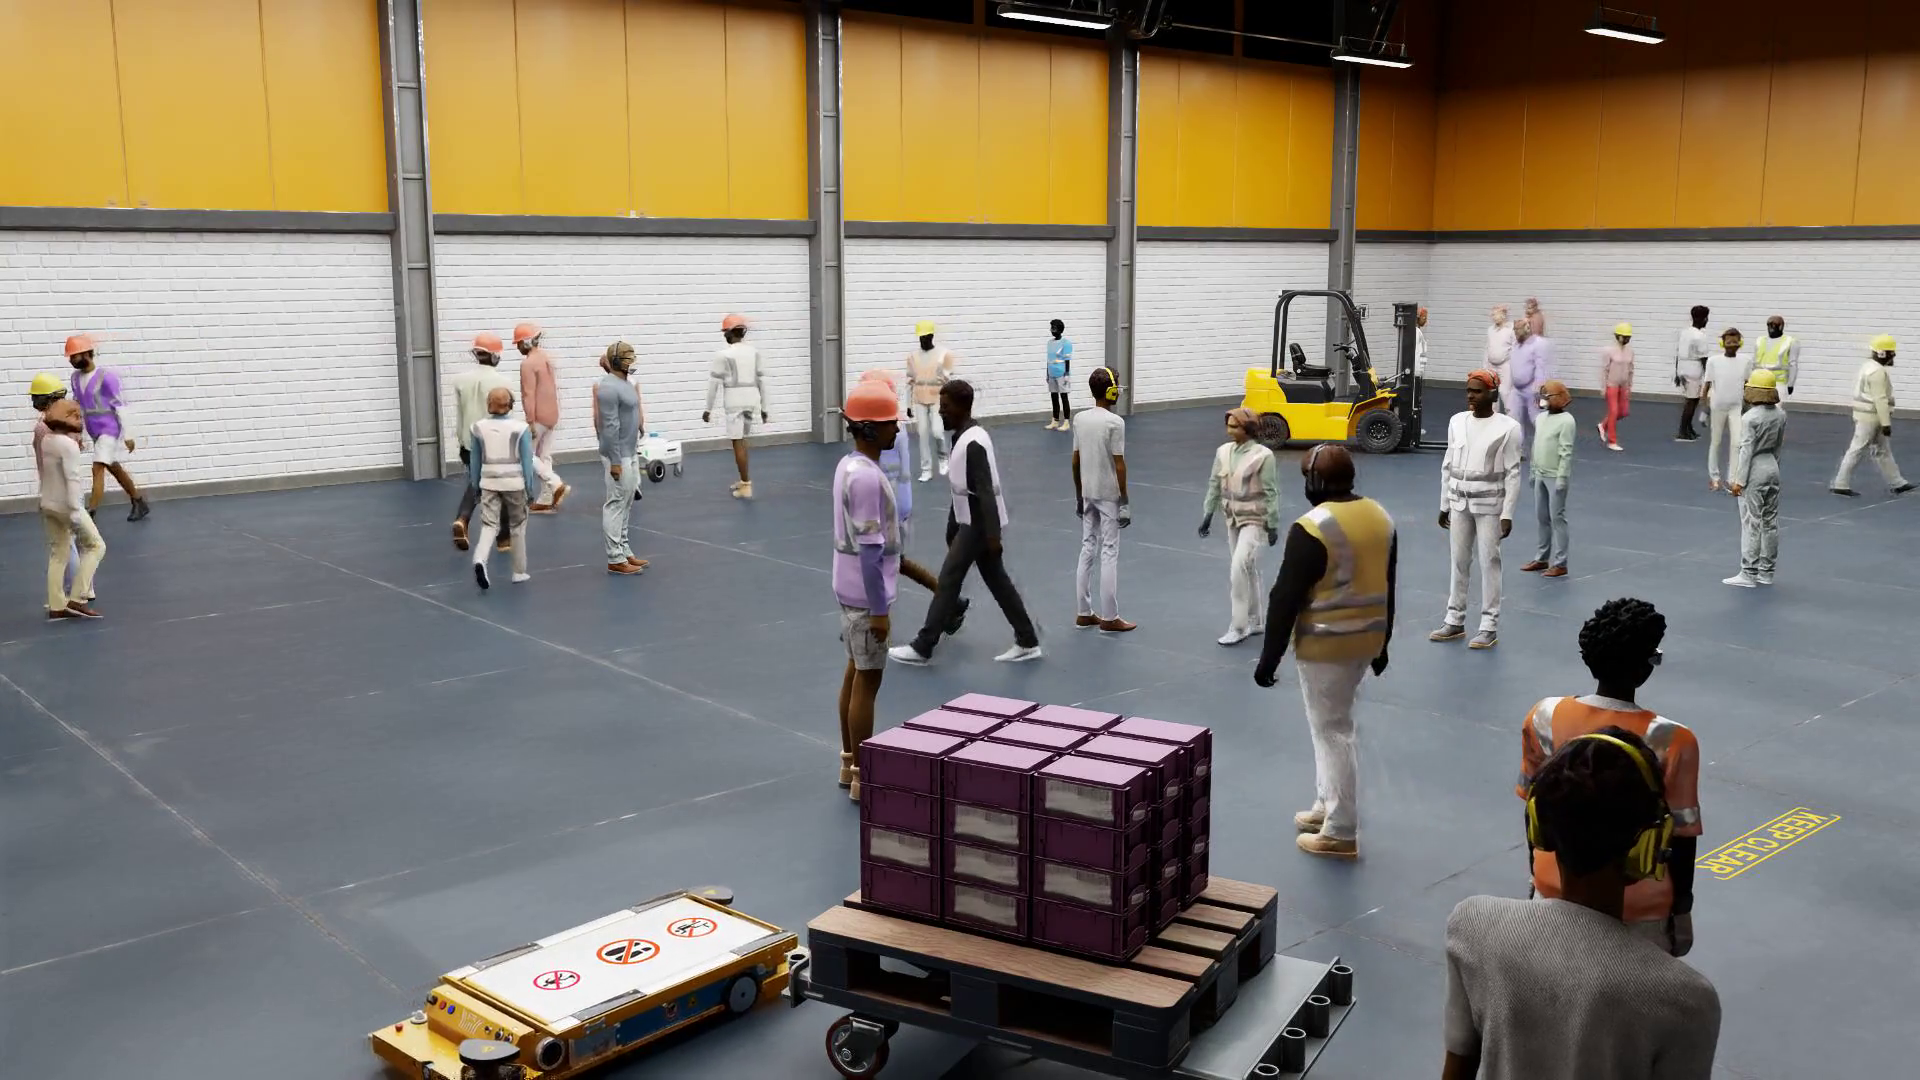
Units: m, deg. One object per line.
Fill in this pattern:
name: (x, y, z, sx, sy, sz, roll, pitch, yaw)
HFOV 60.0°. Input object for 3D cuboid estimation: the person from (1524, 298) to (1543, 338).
person: (10.516, -3.492, 30.484, 0.502, 1.870, 0.668, 2, 10, 12)

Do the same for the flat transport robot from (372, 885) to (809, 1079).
flat transport robot: (-1.201, 1.535, 5.729, 0.652, 0.197, 1.431, 8, 13, 41)

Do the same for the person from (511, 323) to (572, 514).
person: (-4.279, -1.226, 16.960, 0.600, 1.955, 0.645, 2, 10, 13)

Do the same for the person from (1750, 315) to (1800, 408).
person: (11.163, -2.174, 22.915, 0.447, 1.829, 0.633, -7, 12, -35)

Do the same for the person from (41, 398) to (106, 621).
person: (-6.446, -0.217, 12.035, 0.511, 1.615, 0.424, 7, 12, 35)

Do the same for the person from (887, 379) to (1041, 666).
person: (0.055, -0.100, 10.691, 1.036, 1.861, 0.607, -1, 10, -5)

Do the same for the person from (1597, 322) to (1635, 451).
person: (8.944, -2.109, 22.758, 0.523, 1.743, 0.592, -3, 10, -18)

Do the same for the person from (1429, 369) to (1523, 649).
person: (3.490, -0.210, 11.239, 0.355, 1.880, 0.574, -8, 12, -38)

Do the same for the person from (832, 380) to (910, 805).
person: (-0.424, 0.253, 8.044, 0.378, 2.045, 0.605, -2, 10, -12)

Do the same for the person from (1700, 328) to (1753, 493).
person: (8.527, -1.421, 18.456, 0.573, 1.833, 0.868, 2, 10, 12)

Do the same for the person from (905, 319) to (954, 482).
person: (-0.350, -1.634, 19.477, 0.623, 1.909, 0.470, 3, 10, 18)

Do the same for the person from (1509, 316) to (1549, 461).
person: (7.366, -1.946, 21.436, 0.792, 1.872, 0.661, -5, 11, -27)

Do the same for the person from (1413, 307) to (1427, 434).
person: (6.761, -2.518, 24.732, 0.355, 1.887, 0.573, 1, 10, 6)

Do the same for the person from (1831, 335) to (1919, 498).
person: (9.999, -1.325, 18.038, 0.924, 1.782, 0.621, 4, 11, 23)

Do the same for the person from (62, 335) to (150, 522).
person: (-8.348, -1.058, 16.228, 0.590, 1.877, 1.020, 5, 11, 27)

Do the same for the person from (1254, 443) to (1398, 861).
person: (1.618, 0.485, 7.353, 0.665, 1.815, 0.564, -9, 13, -42)

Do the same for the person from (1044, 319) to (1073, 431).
person: (1.487, -2.492, 25.153, 0.318, 1.692, 0.532, -7, 12, -36)

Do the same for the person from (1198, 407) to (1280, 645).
person: (1.883, -0.092, 11.329, 0.683, 1.614, 0.529, -6, 11, -31)

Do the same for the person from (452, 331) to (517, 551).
person: (-4.207, -0.848, 14.676, 0.619, 1.977, 0.711, 2, 10, 14)

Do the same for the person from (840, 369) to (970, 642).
person: (-0.384, -0.212, 11.221, 0.818, 1.897, 0.547, 1, 10, 5)

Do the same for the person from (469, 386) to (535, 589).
person: (-3.649, -0.408, 13.187, 0.525, 1.616, 0.709, 0, 10, 3)

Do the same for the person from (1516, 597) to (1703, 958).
person: (1.824, 0.999, 4.696, 0.319, 1.696, 0.532, -8, 13, -40)

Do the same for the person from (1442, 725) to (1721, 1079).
person: (1.051, 1.230, 2.839, 0.329, 1.872, 0.509, -8, 13, -40)

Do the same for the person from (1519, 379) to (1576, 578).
person: (4.873, -0.511, 13.742, 0.277, 1.629, 0.514, -2, 10, -13)

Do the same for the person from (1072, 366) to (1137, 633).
person: (1.010, -0.278, 11.699, 0.329, 1.861, 0.509, -8, 13, -40)

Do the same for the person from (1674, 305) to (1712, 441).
person: (10.493, -2.365, 23.661, 0.593, 1.943, 0.627, -1, 10, -8)

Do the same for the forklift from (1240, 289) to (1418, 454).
forklift: (5.034, -2.339, 22.783, 2.313, 2.155, 1.214, 3, 10, 16)

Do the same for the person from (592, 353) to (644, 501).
person: (-3.621, -1.176, 17.620, 0.535, 1.618, 0.366, -4, 10, -21)

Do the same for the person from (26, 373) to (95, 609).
person: (-6.768, -0.366, 12.483, 0.327, 1.769, 0.525, 0, 10, -2)

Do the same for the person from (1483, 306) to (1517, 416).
person: (8.258, -2.599, 25.325, 0.421, 1.882, 0.709, -5, 11, -28)

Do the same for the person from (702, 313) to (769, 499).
person: (-2.466, -1.461, 18.178, 0.740, 2.014, 0.638, 9, 13, 42)

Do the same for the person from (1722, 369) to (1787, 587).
person: (6.363, -0.495, 13.303, 0.483, 1.745, 0.305, -5, 11, -28)

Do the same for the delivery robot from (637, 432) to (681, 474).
delivery robot: (-3.613, -1.031, 19.647, 0.477, 0.478, 0.707, 5, 11, 27)

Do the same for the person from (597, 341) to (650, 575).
person: (-2.811, -0.685, 13.848, 0.372, 1.940, 0.627, 0, 10, 2)
